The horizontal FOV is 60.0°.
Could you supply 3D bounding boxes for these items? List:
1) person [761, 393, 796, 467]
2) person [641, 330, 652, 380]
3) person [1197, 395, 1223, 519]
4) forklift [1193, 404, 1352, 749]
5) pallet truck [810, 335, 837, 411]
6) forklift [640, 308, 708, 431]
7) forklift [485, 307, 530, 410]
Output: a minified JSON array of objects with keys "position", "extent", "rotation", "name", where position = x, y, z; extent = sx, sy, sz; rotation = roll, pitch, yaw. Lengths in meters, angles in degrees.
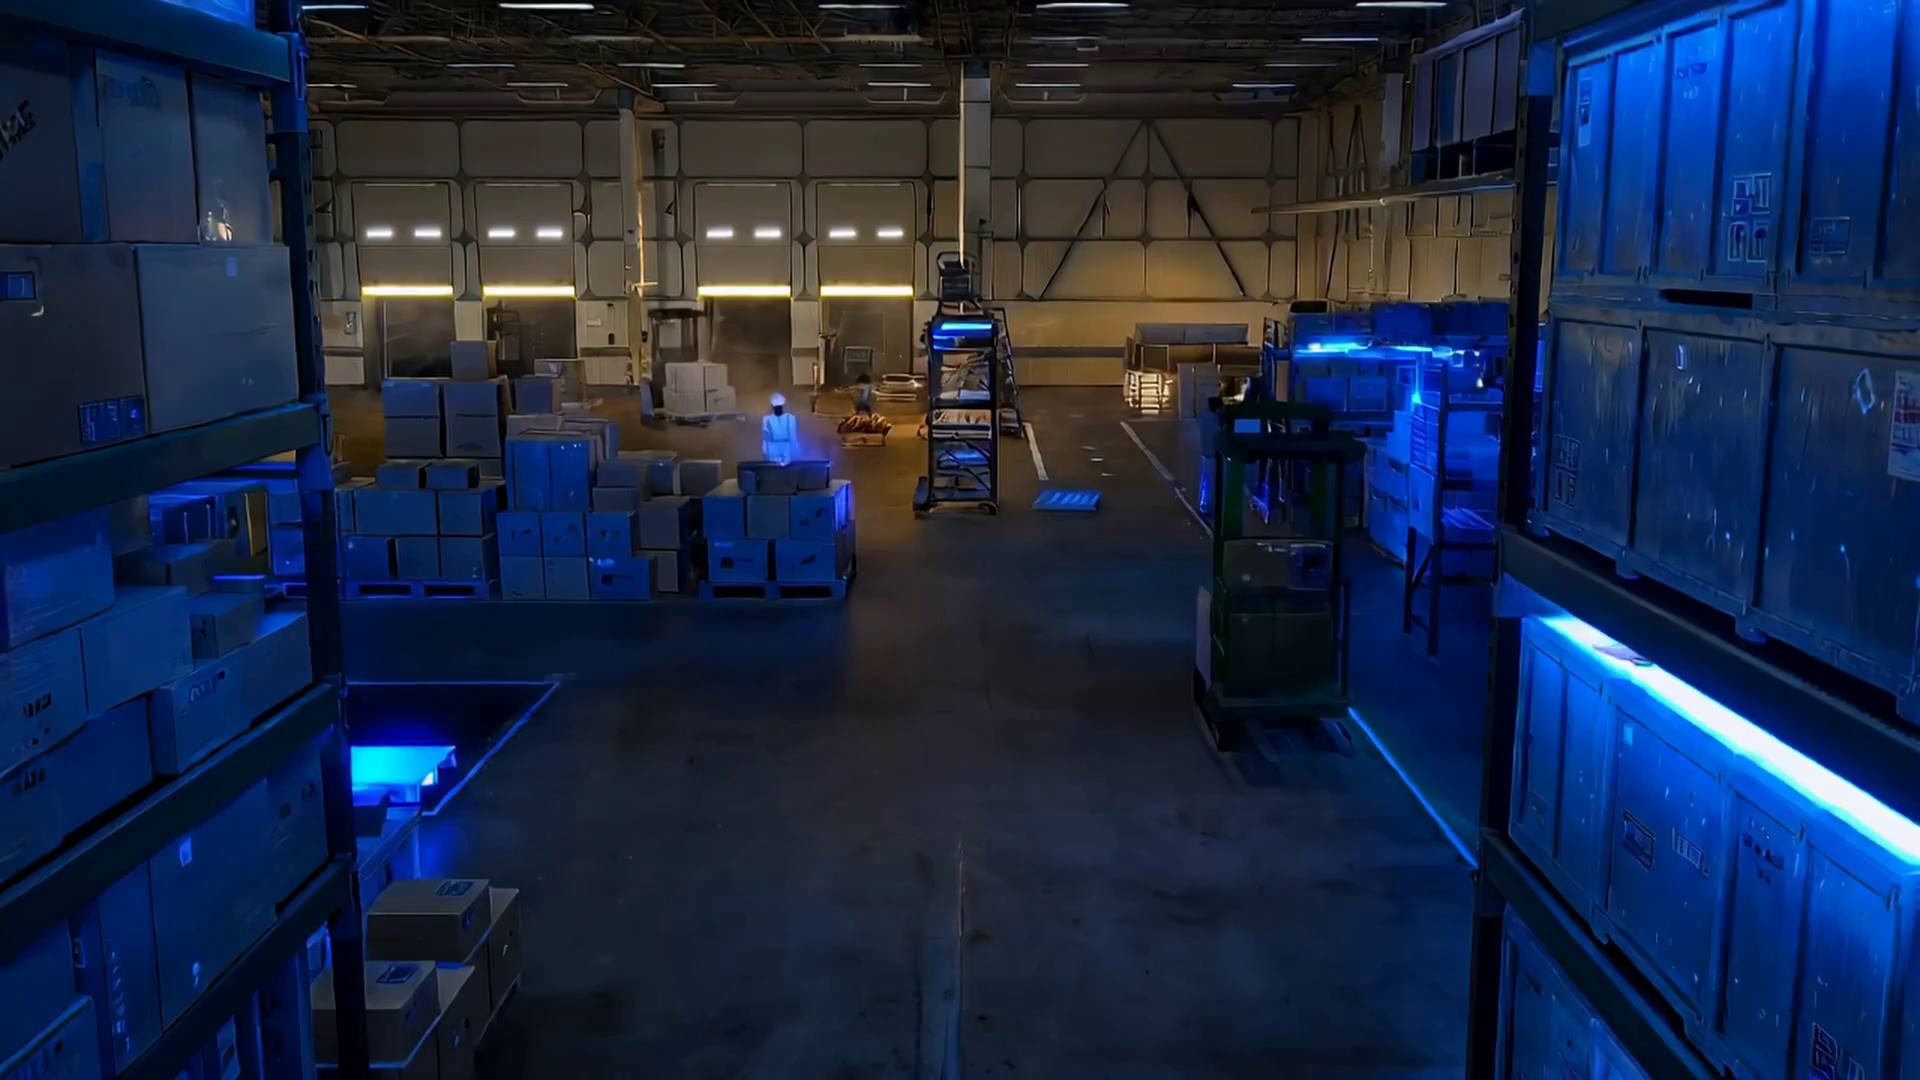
[{"position":[-2.873,-1.384,26.453],"extent":[0.564,1.917,0.410],"rotation":[-3,10,-16],"name":"person"},{"position":[-8.835,-4.965,47.098],"extent":[0.389,1.930,0.544],"rotation":[-7,12,-36],"name":"person"},{"position":[3.906,-1.289,25.870],"extent":[0.373,1.936,0.627],"rotation":[-3,10,-17],"name":"person"},{"position":[2.695,0.215,14.459],"extent":[1.129,2.768,1.873],"rotation":[0,10,1],"name":"forklift"},{"position":[-3.021,-4.312,43.126],"extent":[1.885,1.965,0.823],"rotation":[3,10,17],"name":"pallet truck"},{"position":[-6.777,-4.030,38.951],"extent":[1.129,2.768,1.873],"rotation":[-5,11,-27],"name":"forklift"},{"position":[-10.754,-4.150,39.646],"extent":[1.129,2.768,1.873],"rotation":[0,10,1],"name":"forklift"}]
